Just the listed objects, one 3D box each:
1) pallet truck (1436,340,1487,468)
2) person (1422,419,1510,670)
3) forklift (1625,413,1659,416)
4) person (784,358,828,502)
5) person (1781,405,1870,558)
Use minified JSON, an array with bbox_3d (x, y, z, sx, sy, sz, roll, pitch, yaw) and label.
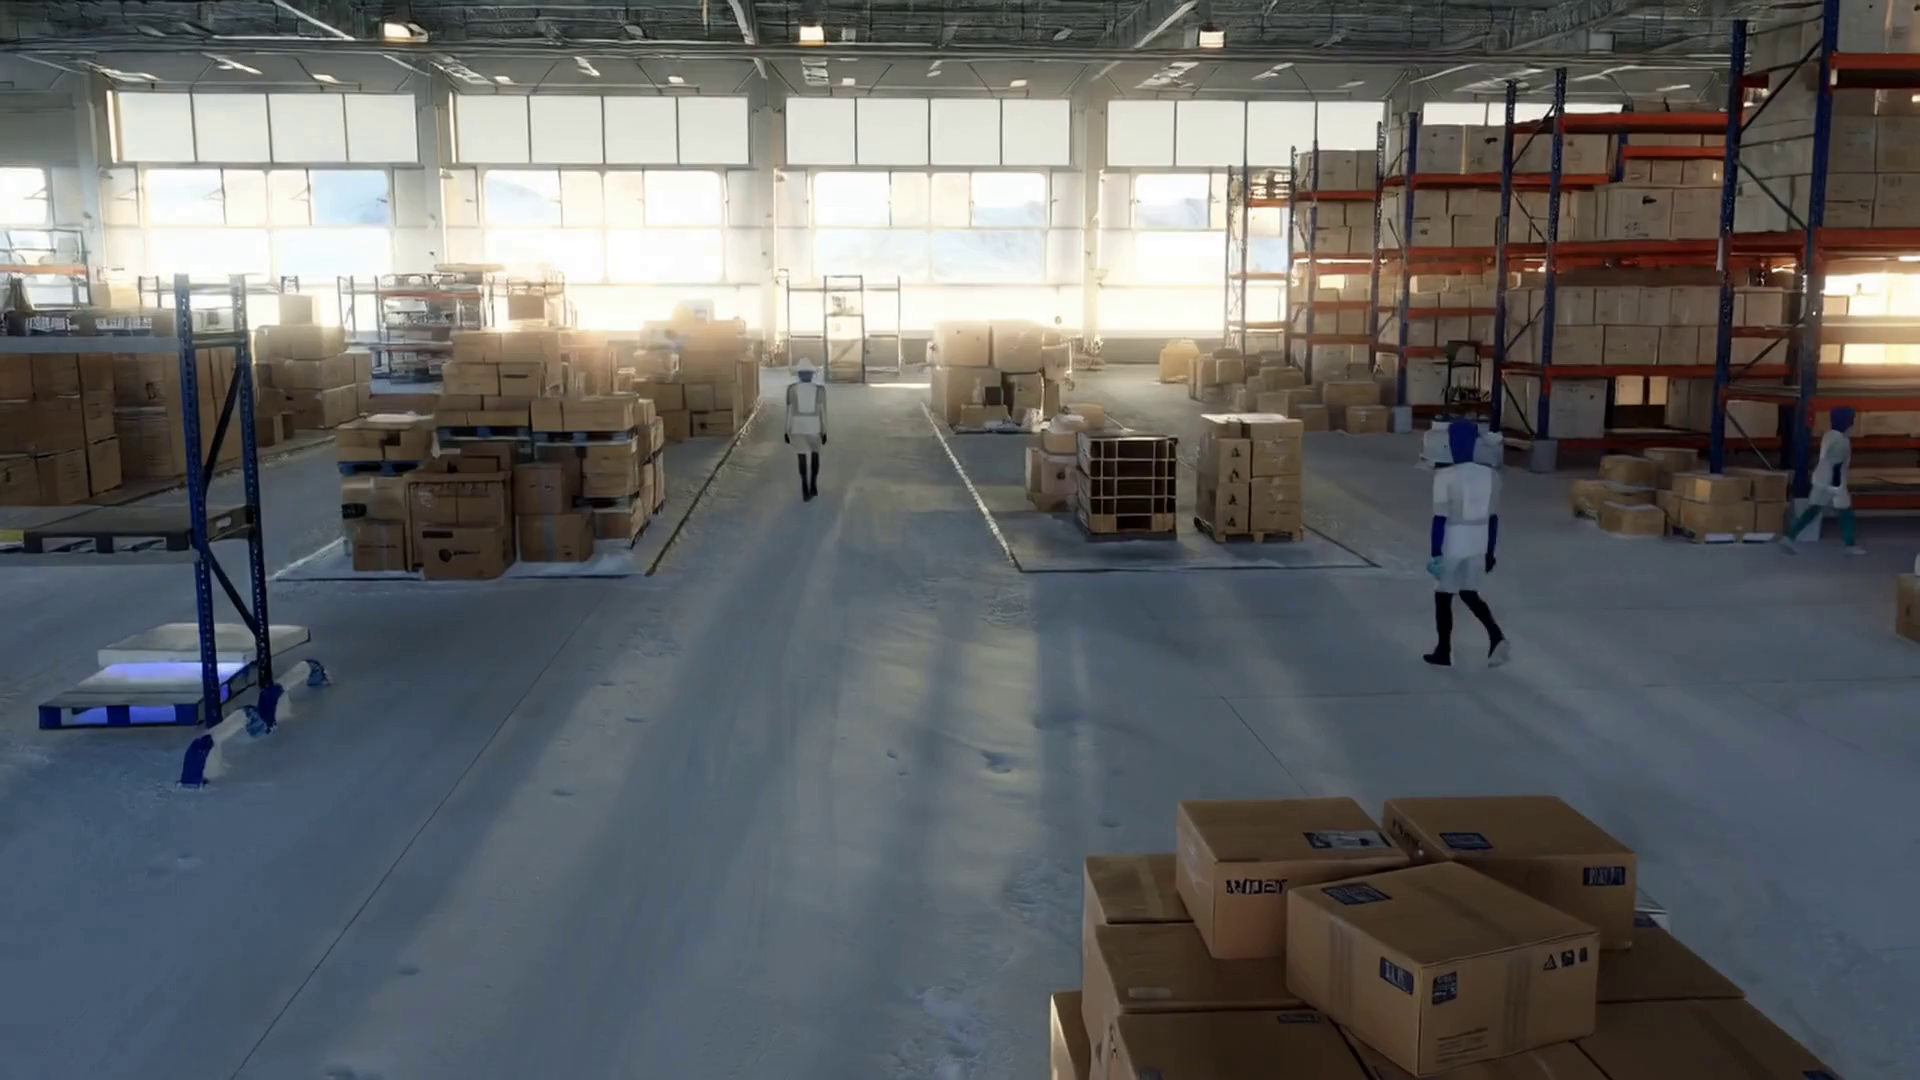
[{"bbox_3d":[8.004,-2.170,26.422,0.823,1.965,1.885,2,9,14],"label":"pallet truck"},{"bbox_3d":[3.834,0.061,12.585,0.608,1.950,0.661,-4,10,-24],"label":"person"},{"bbox_3d":[14.156,-4.124,35.928,1.873,2.768,1.129,3,10,21],"label":"forklift"},{"bbox_3d":[-2.072,-1.487,22.367,0.577,1.917,0.609,-1,9,-7],"label":"person"},{"bbox_3d":[9.298,-0.626,17.821,0.873,1.652,0.531,0,9,1],"label":"person"}]
